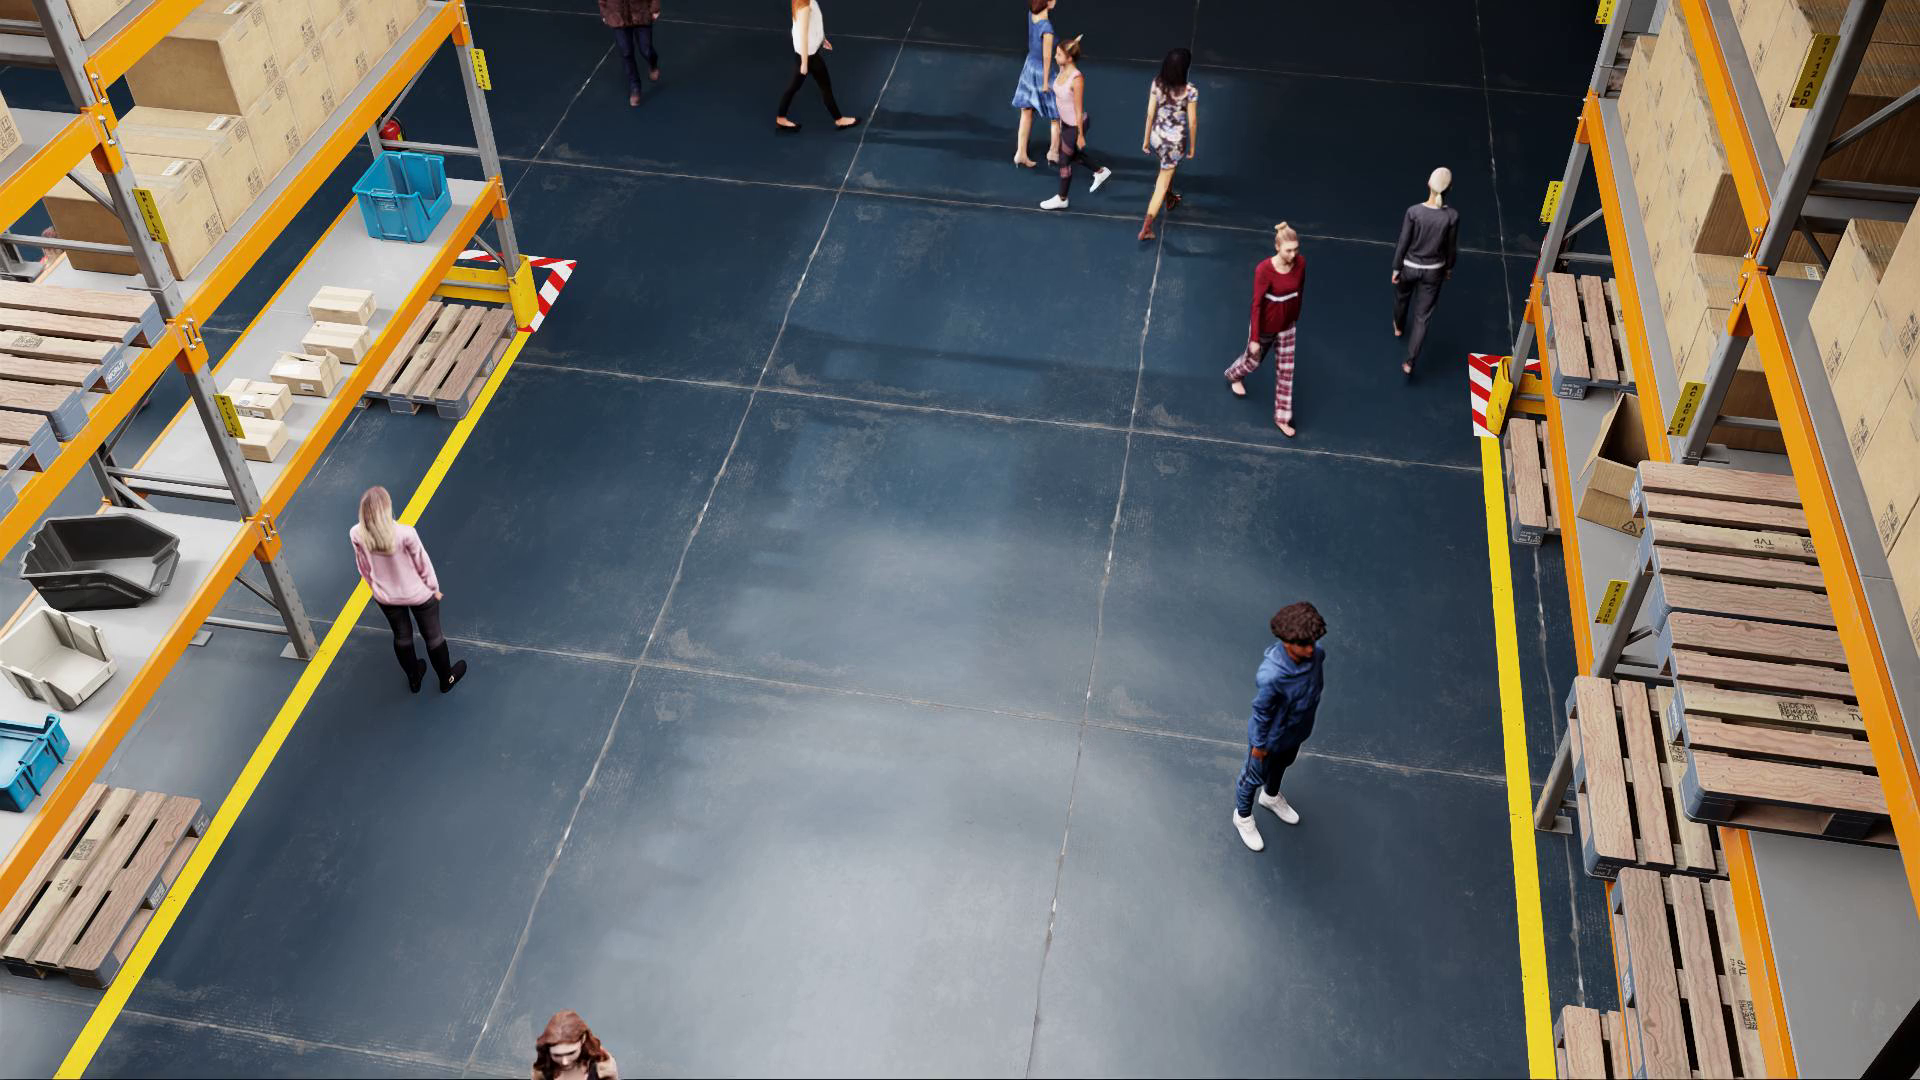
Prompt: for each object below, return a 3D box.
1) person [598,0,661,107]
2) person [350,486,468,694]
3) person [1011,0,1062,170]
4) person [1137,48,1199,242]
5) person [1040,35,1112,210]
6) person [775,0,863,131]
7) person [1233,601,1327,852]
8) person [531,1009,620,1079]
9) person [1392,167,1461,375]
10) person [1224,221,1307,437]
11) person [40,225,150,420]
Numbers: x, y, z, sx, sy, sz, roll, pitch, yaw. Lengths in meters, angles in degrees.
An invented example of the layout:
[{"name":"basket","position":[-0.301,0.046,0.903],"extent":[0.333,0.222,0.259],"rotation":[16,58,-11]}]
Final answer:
[{"name":"person","position":[-3.195,-5.162,16.117],"extent":[0.829,1.834,0.898],"rotation":[0,44,0]},{"name":"person","position":[-3.505,0.324,10.464],"extent":[0.613,1.687,0.554],"rotation":[4,44,4]},{"name":"person","position":[0.648,-4.138,15.075],"extent":[0.905,1.788,0.849],"rotation":[-17,46,-17]},{"name":"person","position":[1.763,-3.367,14.339],"extent":[0.897,1.687,1.216],"rotation":[24,48,23]},{"name":"person","position":[1.077,-3.694,14.731],"extent":[0.909,1.621,0.974],"rotation":[-15,46,-15]},{"name":"person","position":[-1.520,-4.573,15.611],"extent":[0.916,1.679,1.073],"rotation":[-10,44,-10]},{"name":"person","position":[1.851,1.052,9.611],"extent":[0.744,1.811,0.819],"rotation":[-29,51,-27]},{"name":"person","position":[-1.765,2.686,7.955],"extent":[0.781,1.730,1.011],"rotation":[-6,44,-7]},{"name":"person","position":[3.606,-2.084,12.990],"extent":[0.682,1.690,1.101],"rotation":[10,45,11]},{"name":"person","position":[2.314,-1.650,12.559],"extent":[0.974,1.657,1.152],"rotation":[-15,46,-15]},{"name":"person","position":[-6.570,-1.573,12.459],"extent":[0.671,1.683,0.734],"rotation":[15,46,15]}]
